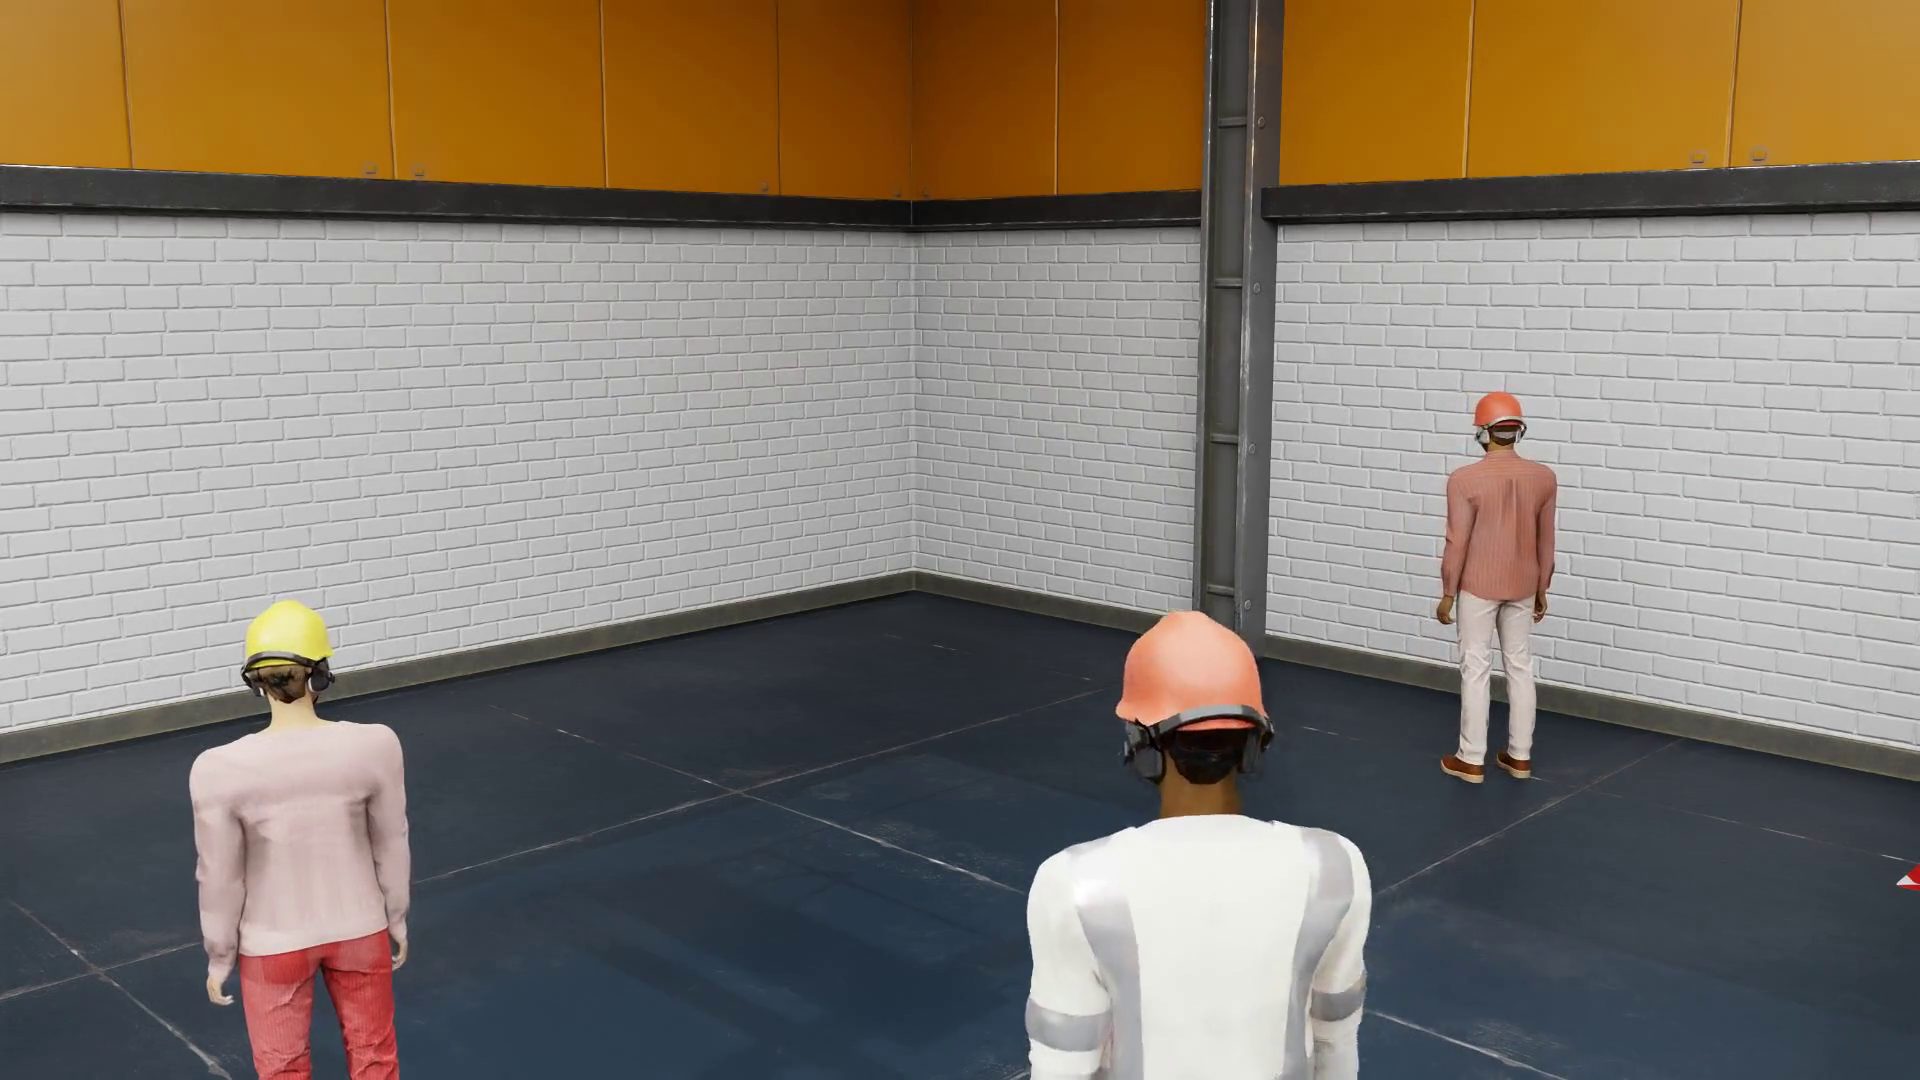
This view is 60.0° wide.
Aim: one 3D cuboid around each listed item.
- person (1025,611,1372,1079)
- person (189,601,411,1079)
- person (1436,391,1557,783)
[{"bbox_3d":[0.412,1.129,2.970,0.619,2.023,0.595,-1,9,-4],"label":"person"},{"bbox_3d":[-1.692,1.034,4.326,0.525,1.765,0.329,-6,11,-31],"label":"person"},{"bbox_3d":[2.722,0.240,8.490,0.623,1.989,0.400,-2,10,-13],"label":"person"}]
